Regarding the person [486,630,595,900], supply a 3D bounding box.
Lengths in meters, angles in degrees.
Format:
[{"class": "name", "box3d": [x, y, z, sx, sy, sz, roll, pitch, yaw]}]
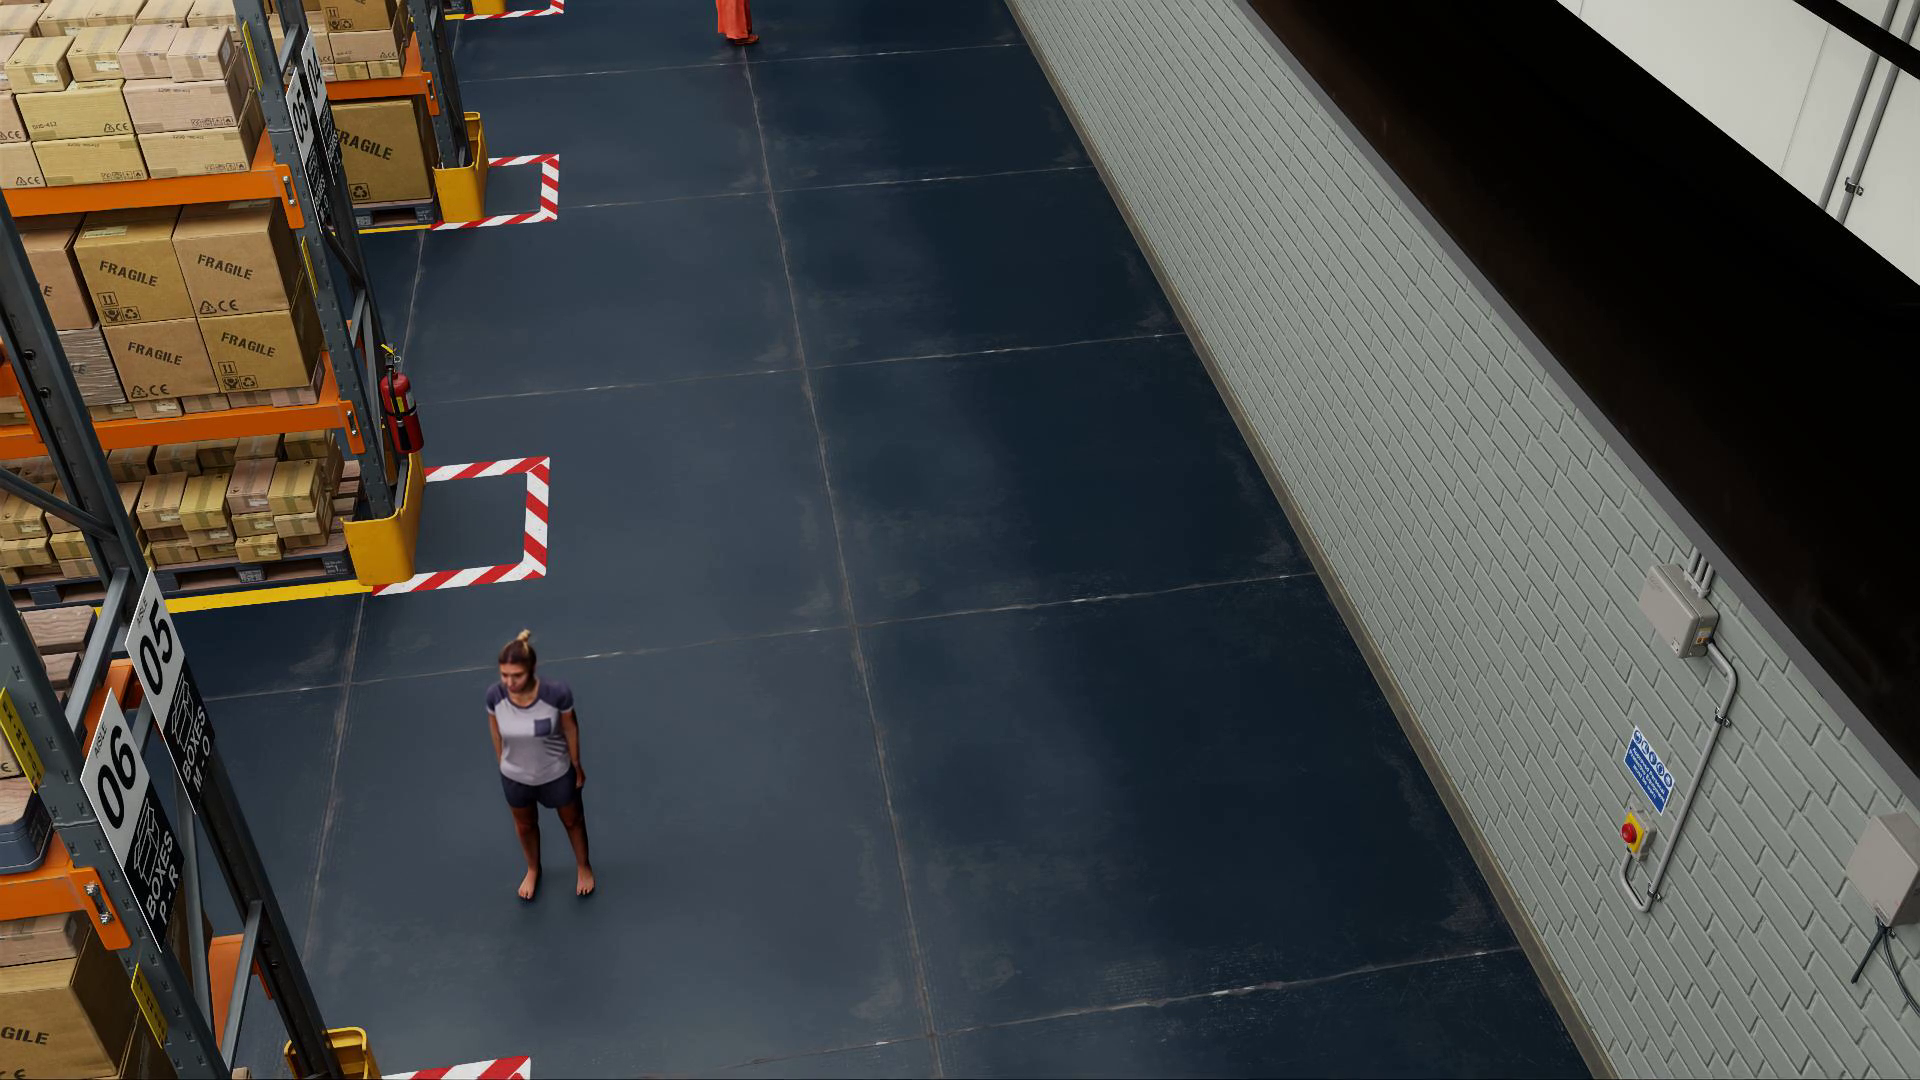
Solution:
[{"class": "person", "box3d": [-2.055, 1.114, 8.132, 0.514, 1.624, 0.678, -1, 38, -1]}]

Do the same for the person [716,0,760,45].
[{"class": "person", "box3d": [-2.362, -6.041, 17.135, 0.711, 1.802, 0.708, -21, 43, -25]}]
